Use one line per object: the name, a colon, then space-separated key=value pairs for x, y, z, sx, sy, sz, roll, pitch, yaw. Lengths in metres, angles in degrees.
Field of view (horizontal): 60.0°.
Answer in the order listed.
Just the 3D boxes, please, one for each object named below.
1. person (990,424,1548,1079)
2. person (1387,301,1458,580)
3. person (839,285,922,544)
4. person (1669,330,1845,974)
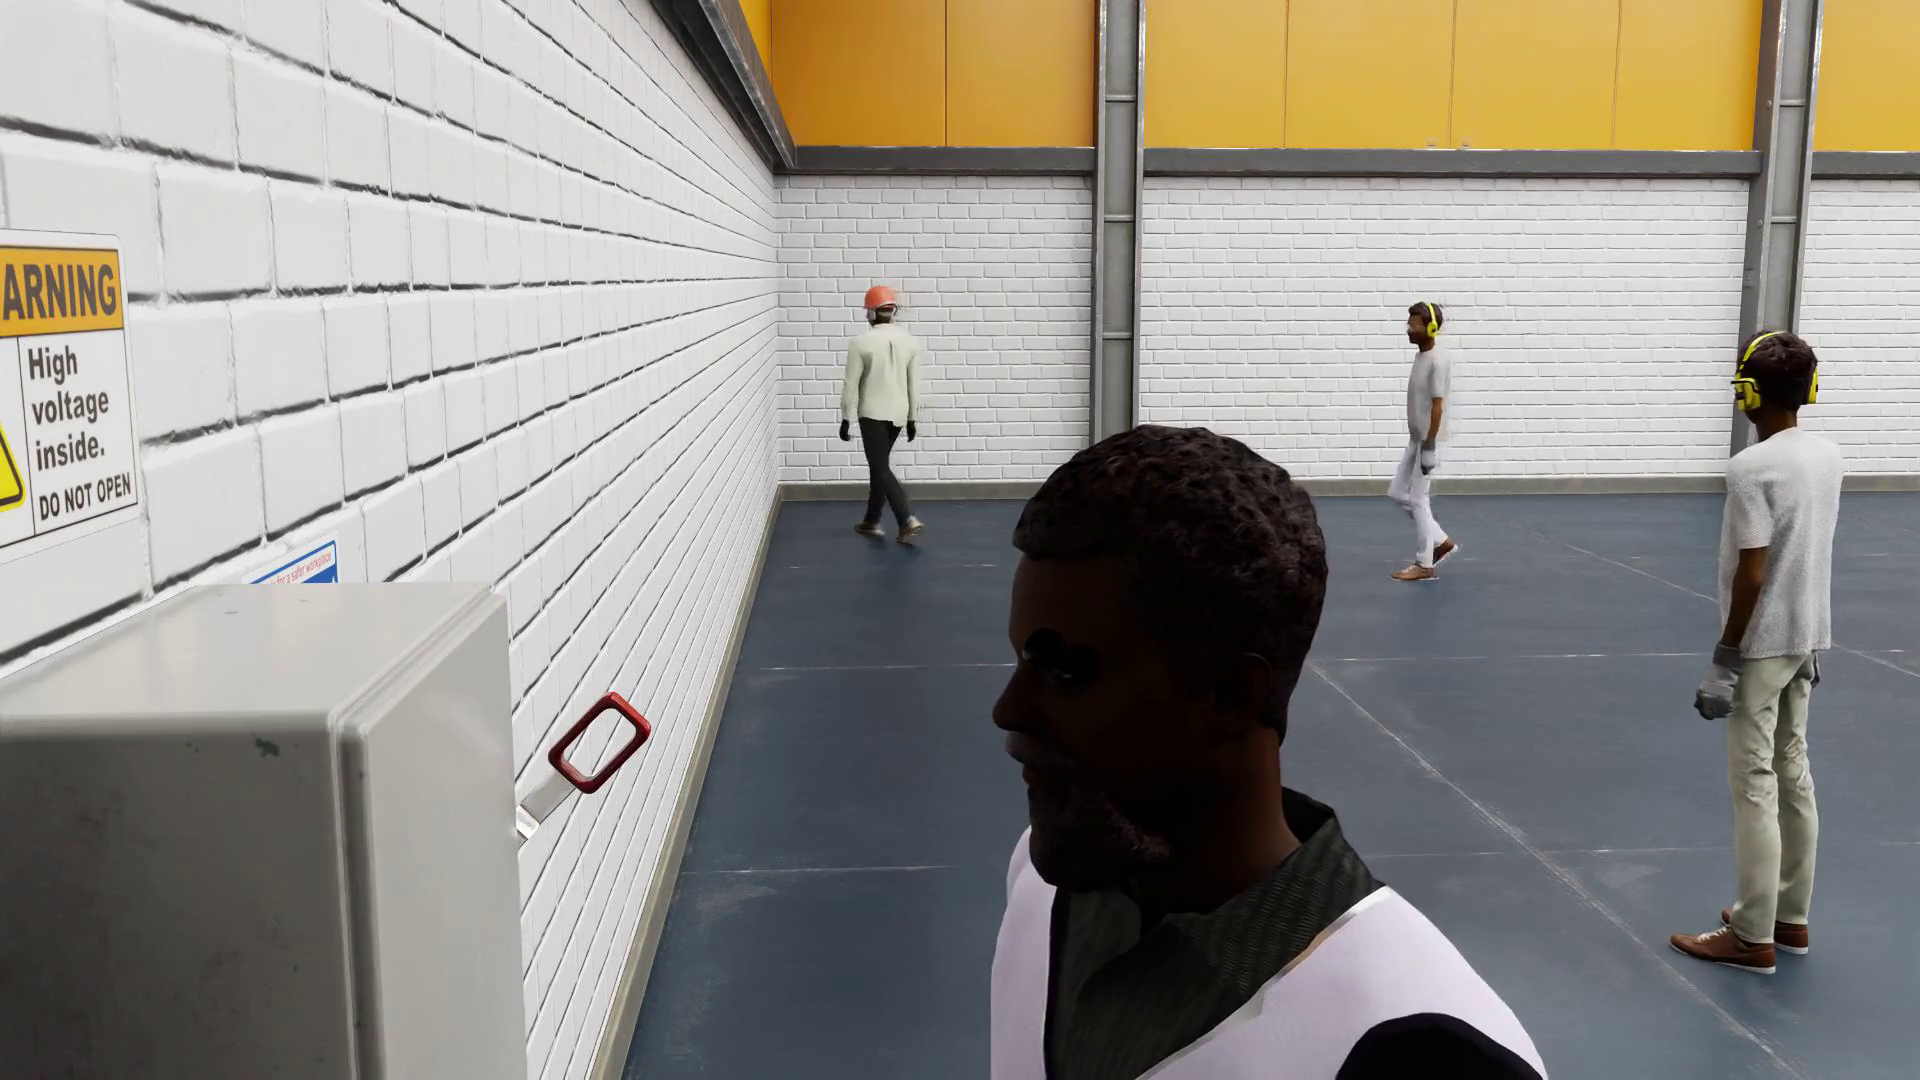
person: x=0.196 y=0.865 z=1.313 sx=0.373 sy=1.916 sz=0.596 roll=-4 pitch=10 yaw=-24
person: x=3.049 y=-0.643 z=10.990 sx=0.416 sy=1.852 sz=0.546 roll=0 pitch=9 yaw=-1
person: x=-0.570 y=-0.955 z=12.643 sx=0.621 sy=1.960 sz=0.970 roll=-7 pitch=11 yaw=-37
person: x=2.337 y=0.329 z=4.850 sx=0.514 sy=1.864 sz=0.332 roll=-6 pitch=11 yaw=-35
